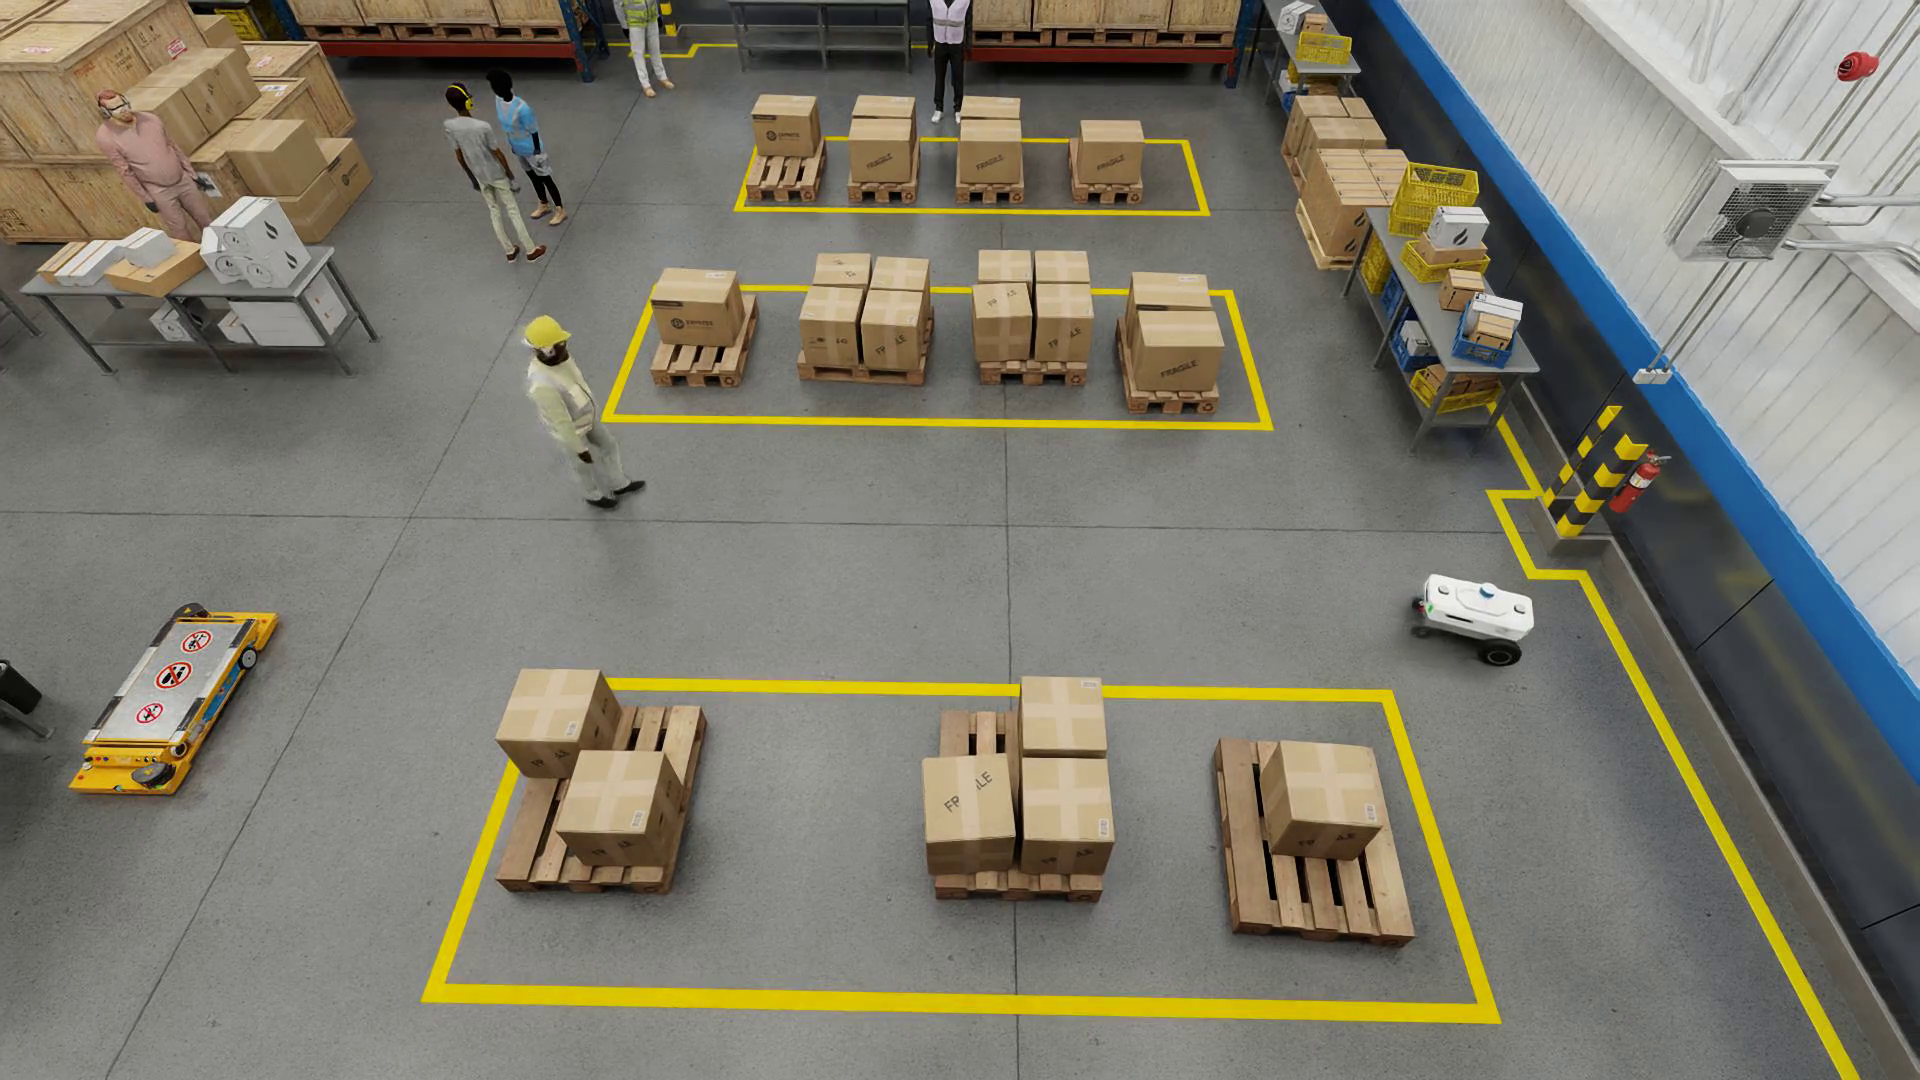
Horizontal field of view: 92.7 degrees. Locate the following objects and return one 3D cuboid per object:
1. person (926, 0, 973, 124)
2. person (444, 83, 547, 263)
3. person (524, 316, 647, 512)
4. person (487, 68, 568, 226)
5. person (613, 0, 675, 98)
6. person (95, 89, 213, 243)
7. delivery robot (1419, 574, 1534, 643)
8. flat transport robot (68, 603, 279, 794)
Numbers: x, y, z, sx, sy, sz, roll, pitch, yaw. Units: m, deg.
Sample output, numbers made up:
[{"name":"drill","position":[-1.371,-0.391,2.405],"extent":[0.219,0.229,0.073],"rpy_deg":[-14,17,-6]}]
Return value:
[{"name":"person","position":[-0.131,-6.291,11.604],"extent":[0.587,1.914,0.392],"rpy_deg":[4,50,4]},{"name":"person","position":[-4.845,-3.759,9.490],"extent":[0.511,1.872,0.328],"rpy_deg":[2,50,2]},{"name":"person","position":[-2.945,-0.907,7.117],"extent":[0.522,1.810,0.665],"rpy_deg":[0,50,0]},{"name":"person","position":[-4.760,-4.299,10.058],"extent":[0.533,1.697,0.318],"rpy_deg":[26,55,21]},{"name":"person","position":[-4.236,-6.908,12.173],"extent":[0.429,1.842,0.633],"rpy_deg":[33,57,25]},{"name":"person","position":[-8.057,-3.612,9.341],"extent":[0.403,1.911,0.637],"rpy_deg":[19,52,16]},{"name":"delivery robot","position":[3.754,0.495,6.682],"extent":[0.707,0.478,0.477],"rpy_deg":[15,51,11]},{"name":"flat transport robot","position":[-5.504,1.072,6.442],"extent":[0.652,0.197,1.431],"rpy_deg":[1,50,1]}]
